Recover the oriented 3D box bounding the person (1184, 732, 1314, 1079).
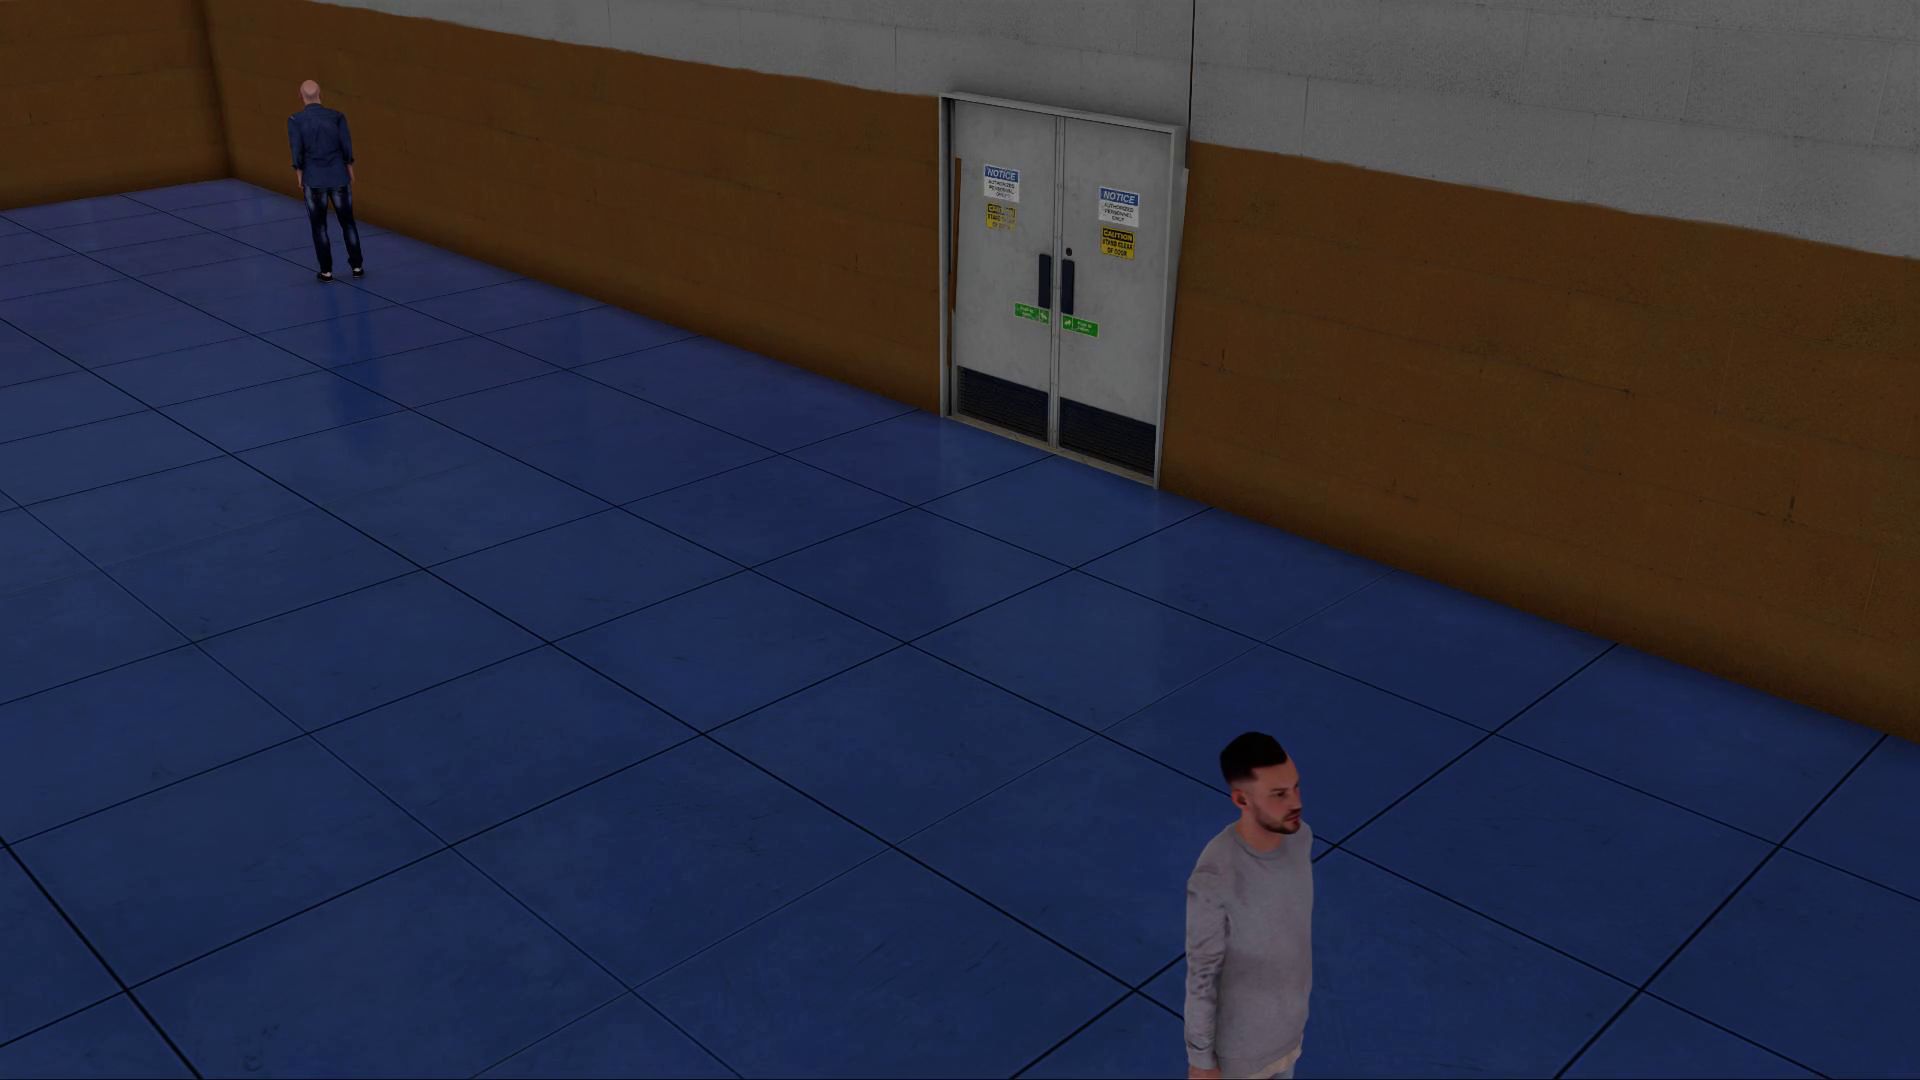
[{"bbox_3d":[0.798,1.348,4.650,0.745,1.841,0.505,20,31,38],"label":"person"}]

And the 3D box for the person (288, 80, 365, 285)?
[{"bbox_3d":[-5.820,-3.291,15.270,0.623,1.826,0.825,-13,27,-28],"label":"person"}]
